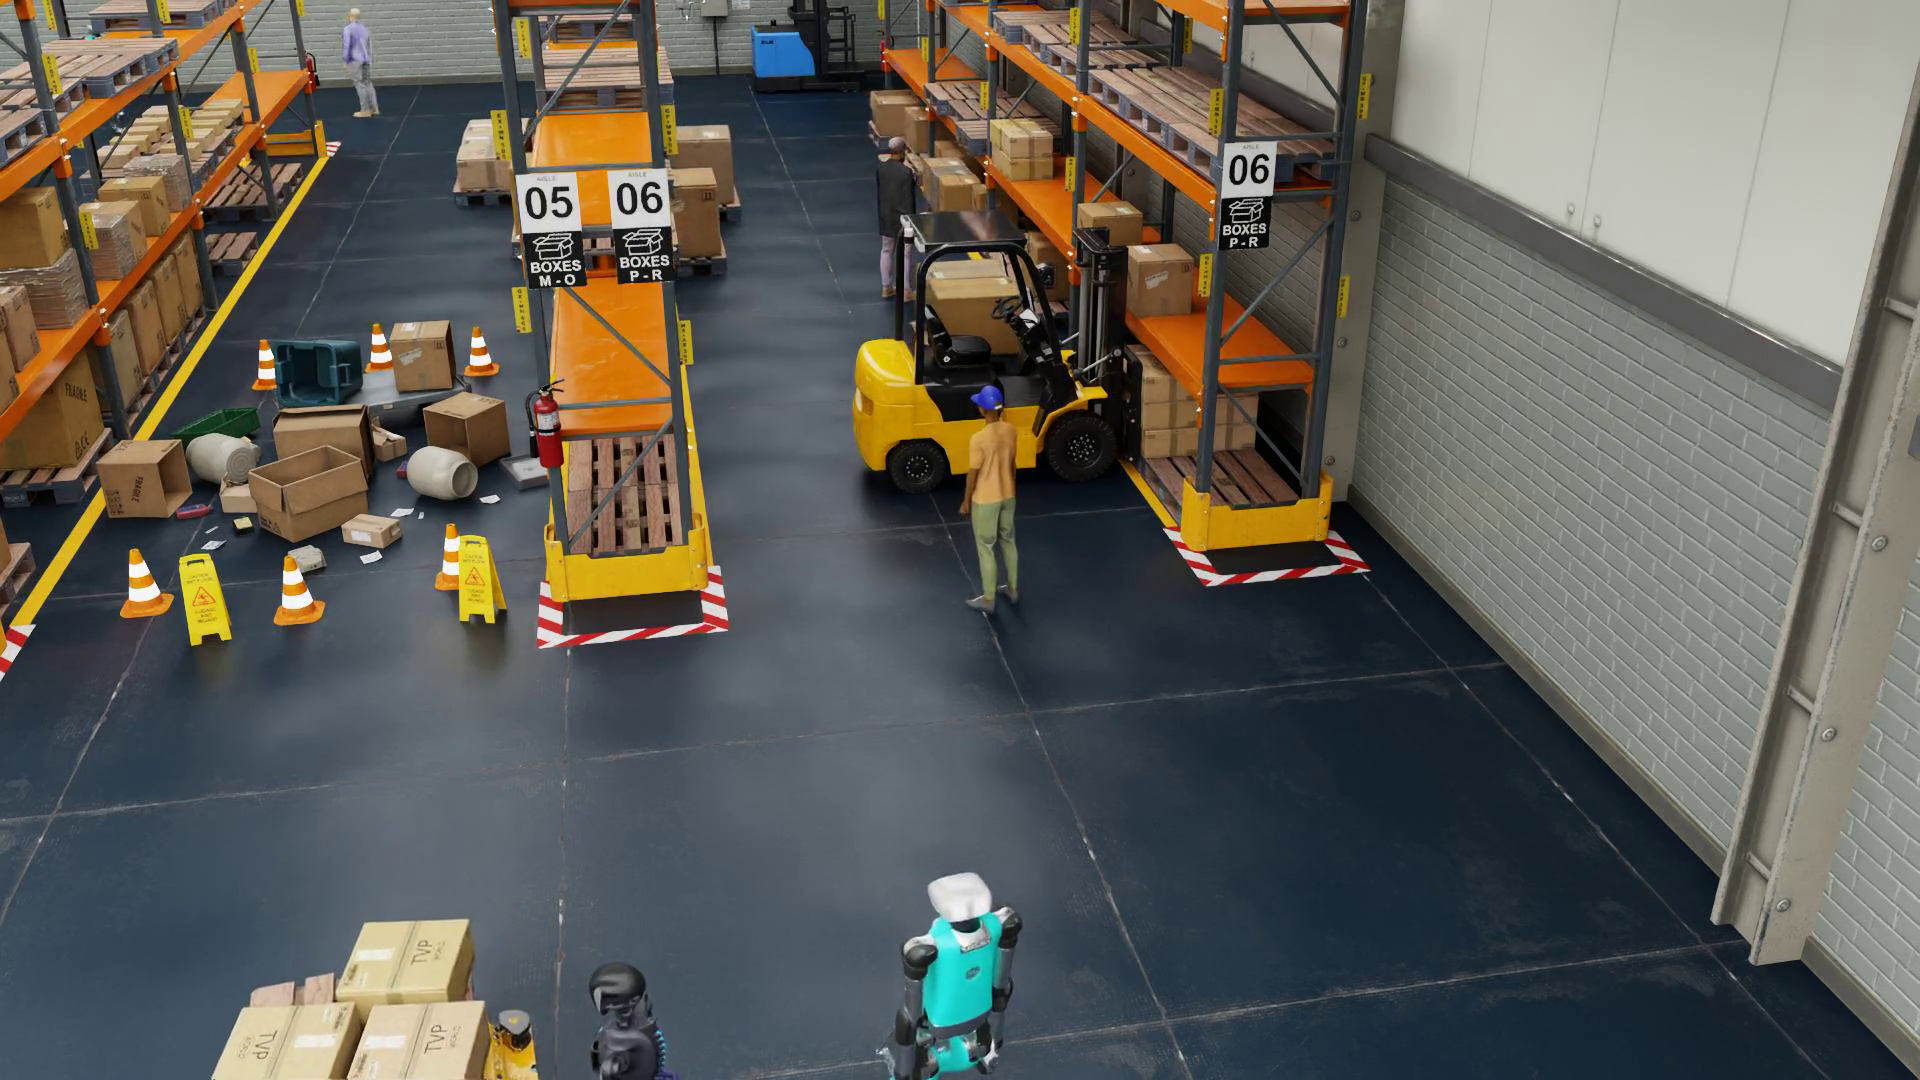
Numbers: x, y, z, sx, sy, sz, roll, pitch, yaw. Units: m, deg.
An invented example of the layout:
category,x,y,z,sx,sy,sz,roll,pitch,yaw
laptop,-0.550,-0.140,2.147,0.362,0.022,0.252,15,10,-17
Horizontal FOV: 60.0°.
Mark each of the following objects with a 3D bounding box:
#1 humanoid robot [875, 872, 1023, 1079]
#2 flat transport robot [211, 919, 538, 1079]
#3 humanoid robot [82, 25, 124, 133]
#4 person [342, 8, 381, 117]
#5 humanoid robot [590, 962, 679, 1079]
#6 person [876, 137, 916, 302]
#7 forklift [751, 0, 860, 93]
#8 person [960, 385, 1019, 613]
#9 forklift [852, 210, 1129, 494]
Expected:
category,x,y,z,sx,sy,sz,roll,pitch,yaw
humanoid robot,-0.178,2.060,7.187,0.558,1.803,0.904,-15,29,-28
flat transport robot,-2.698,2.598,7.719,1.431,0.231,0.659,-8,27,-16
humanoid robot,-13.676,-7.345,26.735,0.542,1.733,1.003,-22,33,-38
person,-10.172,-8.096,28.267,0.380,1.770,0.646,12,28,24
humanoid robot,-1.282,2.353,6.597,0.326,1.653,0.590,2,26,4
person,-0.726,-3.634,18.879,0.537,1.852,0.402,19,32,34
forklift,-2.872,-9.679,30.288,1.873,2.768,1.129,-5,26,-10
person,0.209,-0.311,12.112,0.443,1.712,0.381,-21,32,-36
forklift,0.216,-1.659,14.366,2.313,2.155,1.214,-5,26,-10
